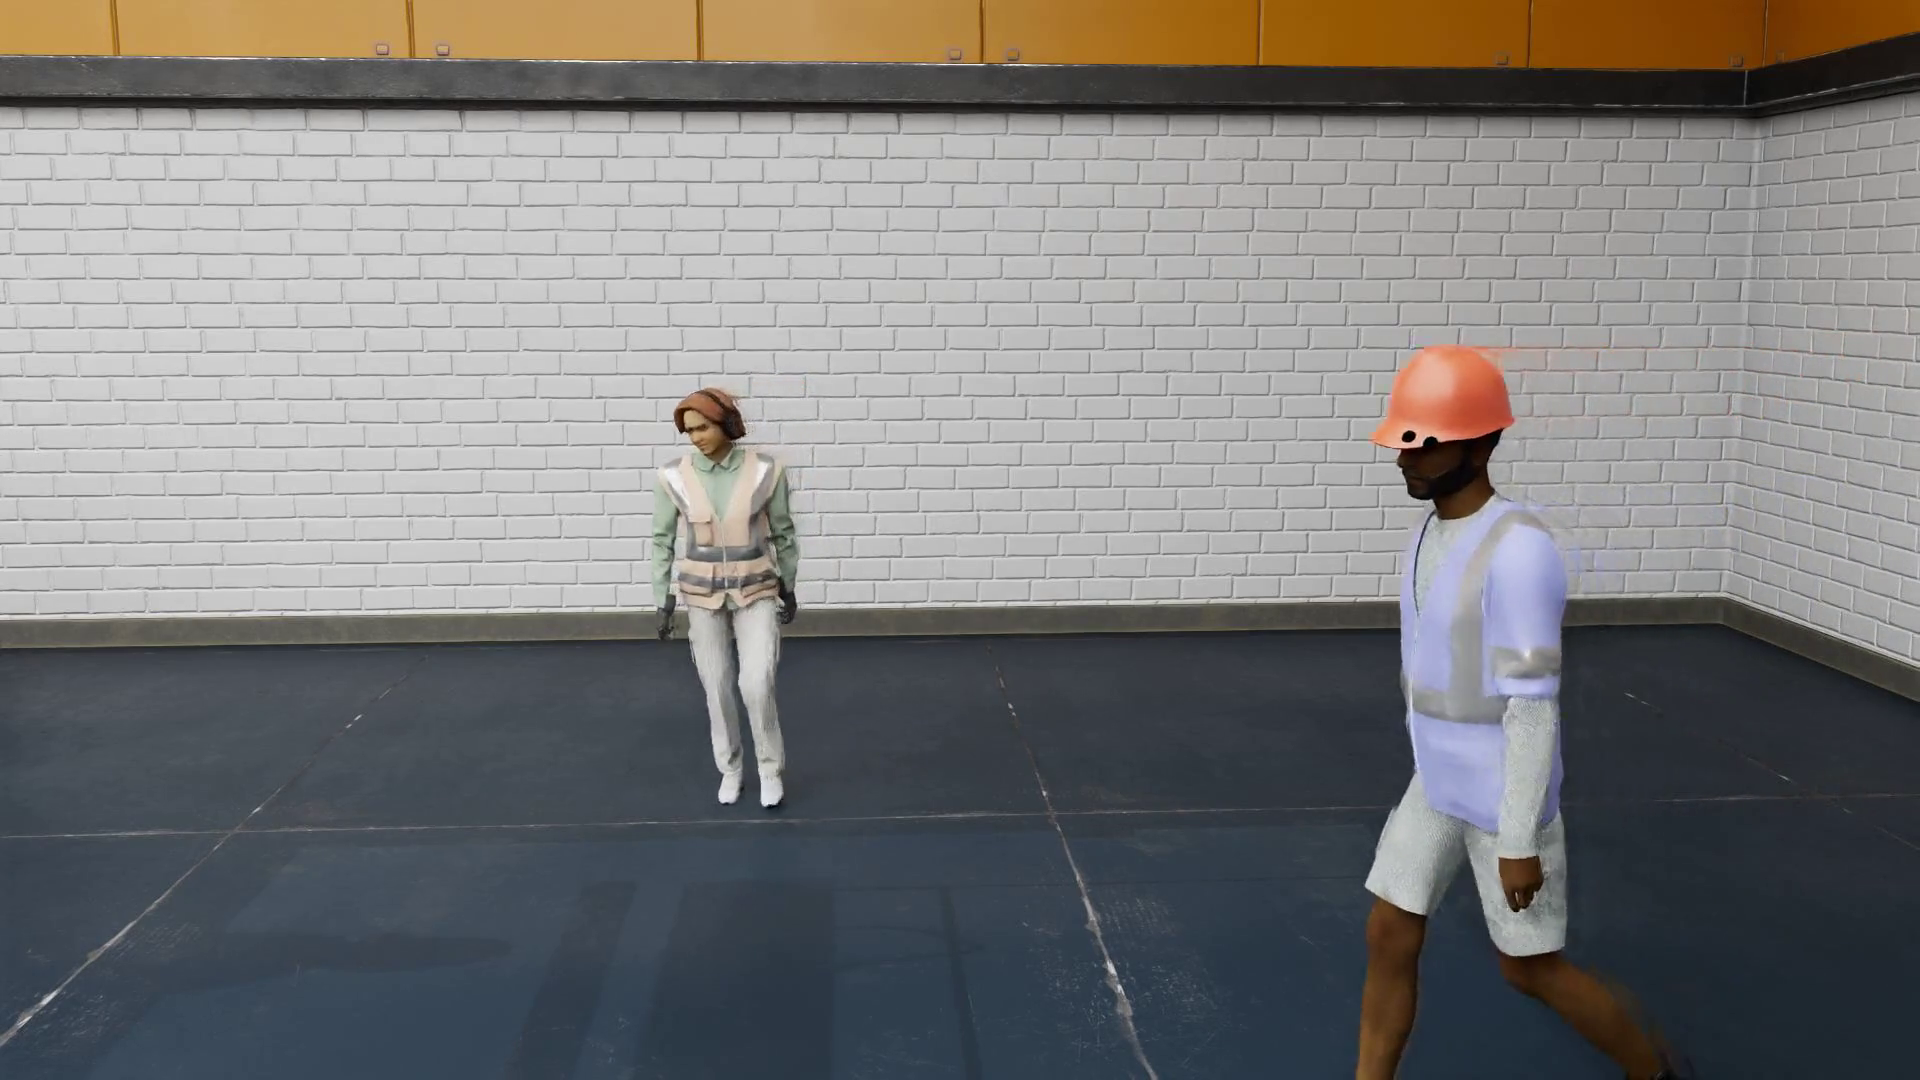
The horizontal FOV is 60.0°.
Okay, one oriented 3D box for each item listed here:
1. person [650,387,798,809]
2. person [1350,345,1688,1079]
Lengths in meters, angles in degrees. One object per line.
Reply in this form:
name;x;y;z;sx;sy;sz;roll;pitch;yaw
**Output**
person;-0.880;0.227;6.261;0.532;1.610;0.490;0;9;-2
person;1.199;0.516;3.630;0.941;1.891;0.592;-2;9;-10
